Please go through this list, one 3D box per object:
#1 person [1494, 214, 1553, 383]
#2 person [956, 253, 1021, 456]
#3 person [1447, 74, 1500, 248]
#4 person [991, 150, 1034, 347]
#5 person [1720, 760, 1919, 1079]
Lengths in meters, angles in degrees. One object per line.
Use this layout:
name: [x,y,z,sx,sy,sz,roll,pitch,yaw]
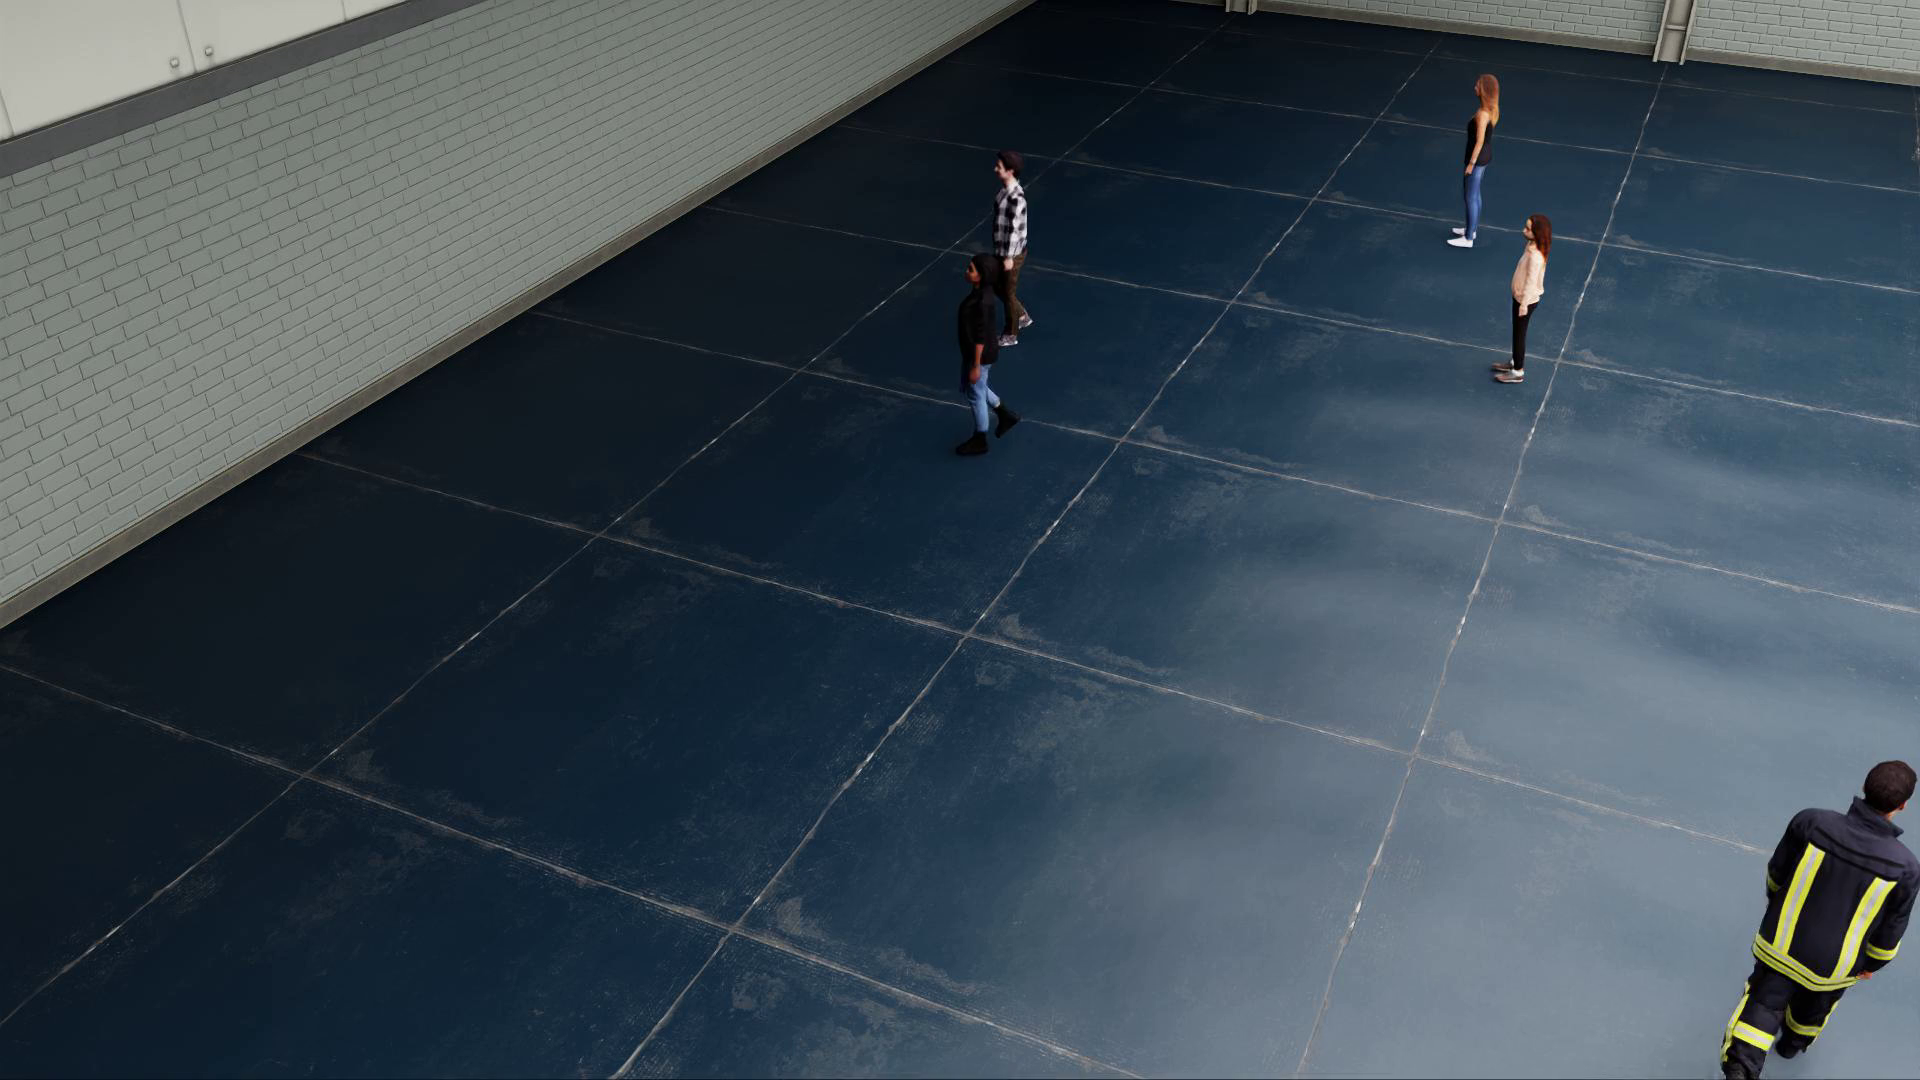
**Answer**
person: [4.792,-2.057,14.086,0.561,1.482,0.606,7,33,11]
person: [0.233,-1.412,12.879,0.859,1.680,0.757,-3,32,-4]
person: [5.165,-3.789,16.608,0.486,1.721,0.586,14,35,21]
person: [0.511,-2.535,14.546,0.833,1.801,0.779,-6,33,-9]
person: [3.886,1.805,7.570,1.160,1.903,0.981,22,39,31]
